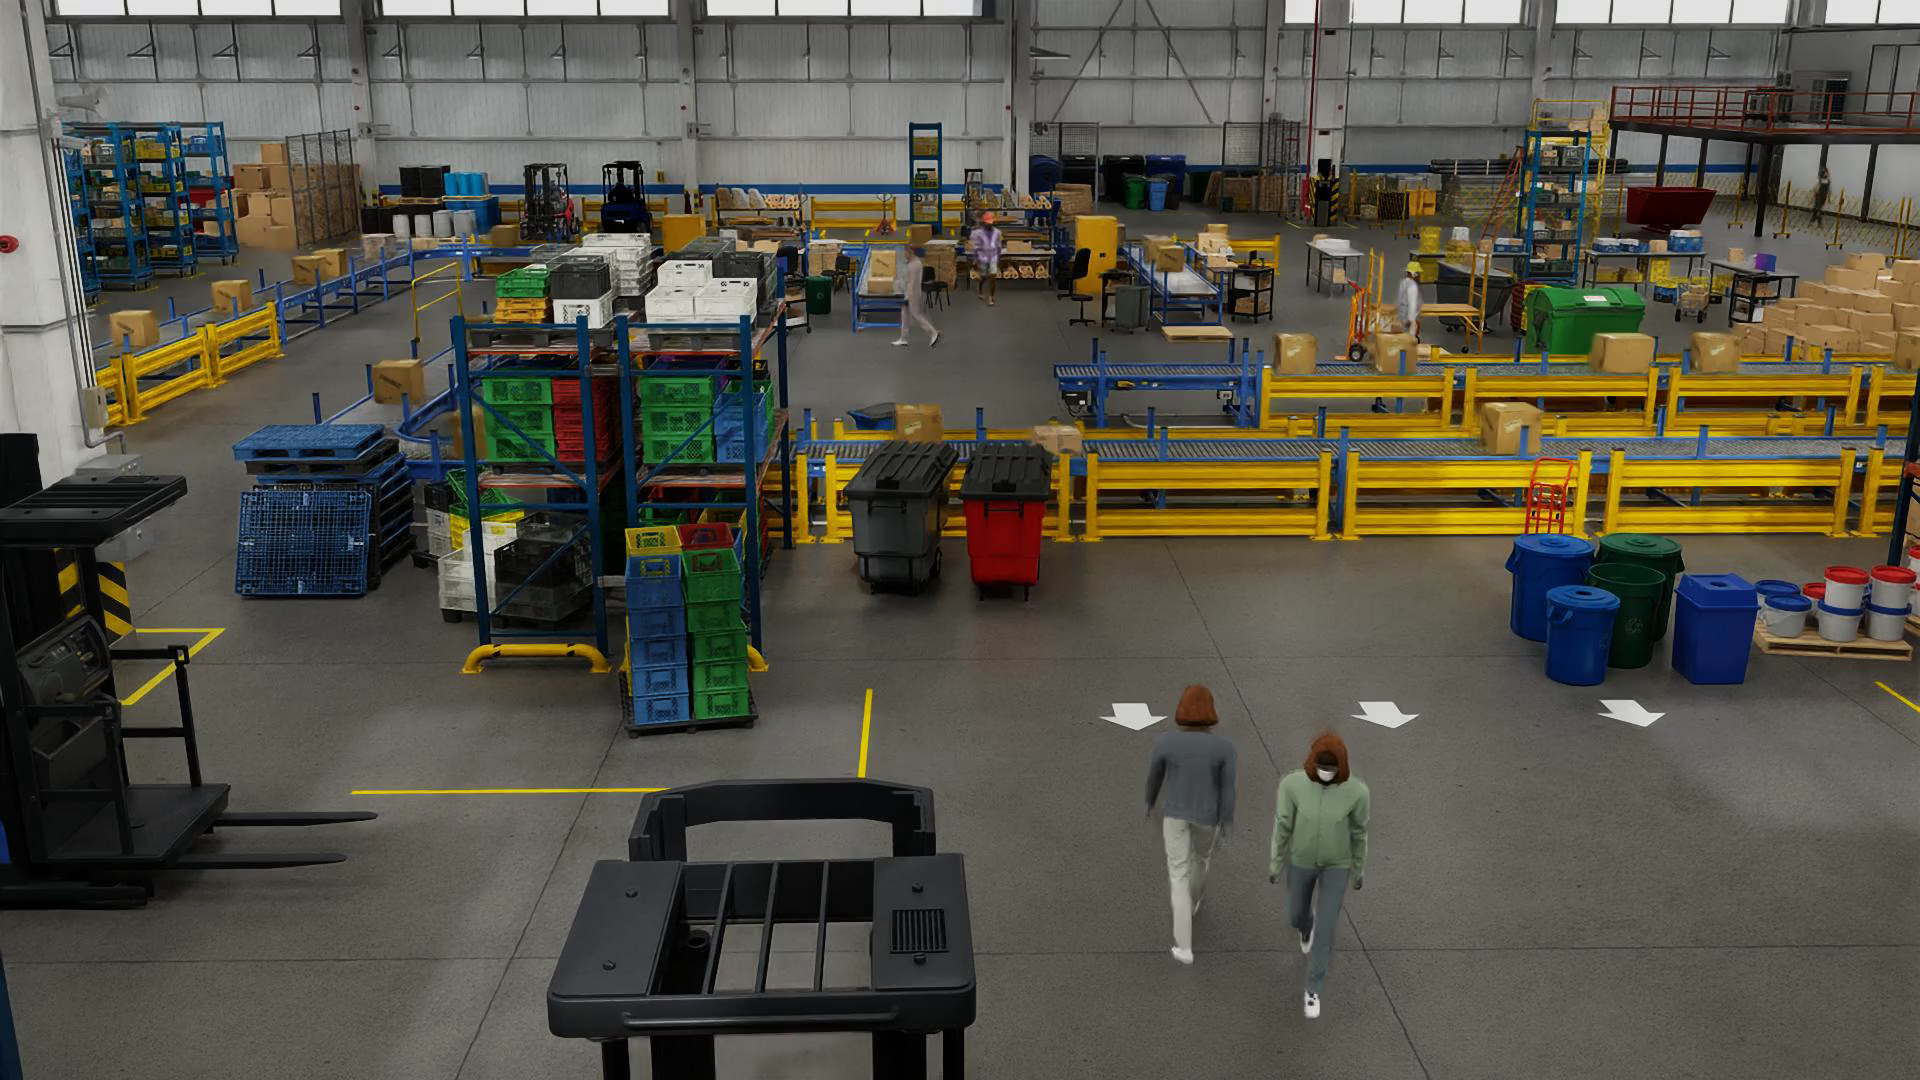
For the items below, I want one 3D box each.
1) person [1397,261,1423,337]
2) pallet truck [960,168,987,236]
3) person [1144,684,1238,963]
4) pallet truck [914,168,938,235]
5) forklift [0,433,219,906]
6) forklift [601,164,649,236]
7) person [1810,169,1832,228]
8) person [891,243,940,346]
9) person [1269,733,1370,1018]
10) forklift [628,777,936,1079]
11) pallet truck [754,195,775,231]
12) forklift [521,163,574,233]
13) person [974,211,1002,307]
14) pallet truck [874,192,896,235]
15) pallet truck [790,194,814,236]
[{"bbox_3d":[7.558,-3.831,28.284,0.590,1.819,0.599,0,16,-1],"label":"person"},{"bbox_3d":[0.383,-10.230,50.206,0.823,1.965,1.885,-1,16,-3],"label":"pallet truck"},{"bbox_3d":[1.345,1.618,9.755,0.521,1.582,0.875,2,16,6],"label":"person"},{"bbox_3d":[-0.989,-10.316,50.507,0.823,1.965,1.885,1,16,3],"label":"pallet truck"},{"bbox_3d":[-5.952,0.780,10.366,1.873,2.768,1.129,0,16,-1],"label":"forklift"},{"bbox_3d":[-9.948,-10.127,49.296,1.157,1.987,2.680,-1,16,-3],"label":"forklift"},{"bbox_3d":[27.168,-10.789,52.506,0.517,1.810,0.948,-1,16,-3],"label":"person"},{"bbox_3d":[-0.819,-4.474,30.397,0.829,1.883,0.643,-1,16,-2],"label":"person"},{"bbox_3d":[1.982,1.766,9.188,0.514,1.603,0.645,4,17,15],"label":"person"},{"bbox_3d":[-0.542,2.165,5.552,1.129,2.768,1.873,-1,16,-2],"label":"forklift"},{"bbox_3d":[-6.051,-9.967,50.660,0.680,1.201,1.601,0,16,-1],"label":"pallet truck"},{"bbox_3d":[-12.233,-10.122,49.298,1.157,1.987,2.680,0,16,-1],"label":"forklift"},{"bbox_3d":[0.581,-6.039,35.630,0.608,2.018,0.794,-3,16,-10],"label":"person"},{"bbox_3d":[-2.277,-9.986,50.594,0.653,1.274,1.630,0,16,-1],"label":"pallet truck"},{"bbox_3d":[-4.814,-9.883,50.259,0.704,1.261,1.522,-1,16,-3],"label":"pallet truck"}]
